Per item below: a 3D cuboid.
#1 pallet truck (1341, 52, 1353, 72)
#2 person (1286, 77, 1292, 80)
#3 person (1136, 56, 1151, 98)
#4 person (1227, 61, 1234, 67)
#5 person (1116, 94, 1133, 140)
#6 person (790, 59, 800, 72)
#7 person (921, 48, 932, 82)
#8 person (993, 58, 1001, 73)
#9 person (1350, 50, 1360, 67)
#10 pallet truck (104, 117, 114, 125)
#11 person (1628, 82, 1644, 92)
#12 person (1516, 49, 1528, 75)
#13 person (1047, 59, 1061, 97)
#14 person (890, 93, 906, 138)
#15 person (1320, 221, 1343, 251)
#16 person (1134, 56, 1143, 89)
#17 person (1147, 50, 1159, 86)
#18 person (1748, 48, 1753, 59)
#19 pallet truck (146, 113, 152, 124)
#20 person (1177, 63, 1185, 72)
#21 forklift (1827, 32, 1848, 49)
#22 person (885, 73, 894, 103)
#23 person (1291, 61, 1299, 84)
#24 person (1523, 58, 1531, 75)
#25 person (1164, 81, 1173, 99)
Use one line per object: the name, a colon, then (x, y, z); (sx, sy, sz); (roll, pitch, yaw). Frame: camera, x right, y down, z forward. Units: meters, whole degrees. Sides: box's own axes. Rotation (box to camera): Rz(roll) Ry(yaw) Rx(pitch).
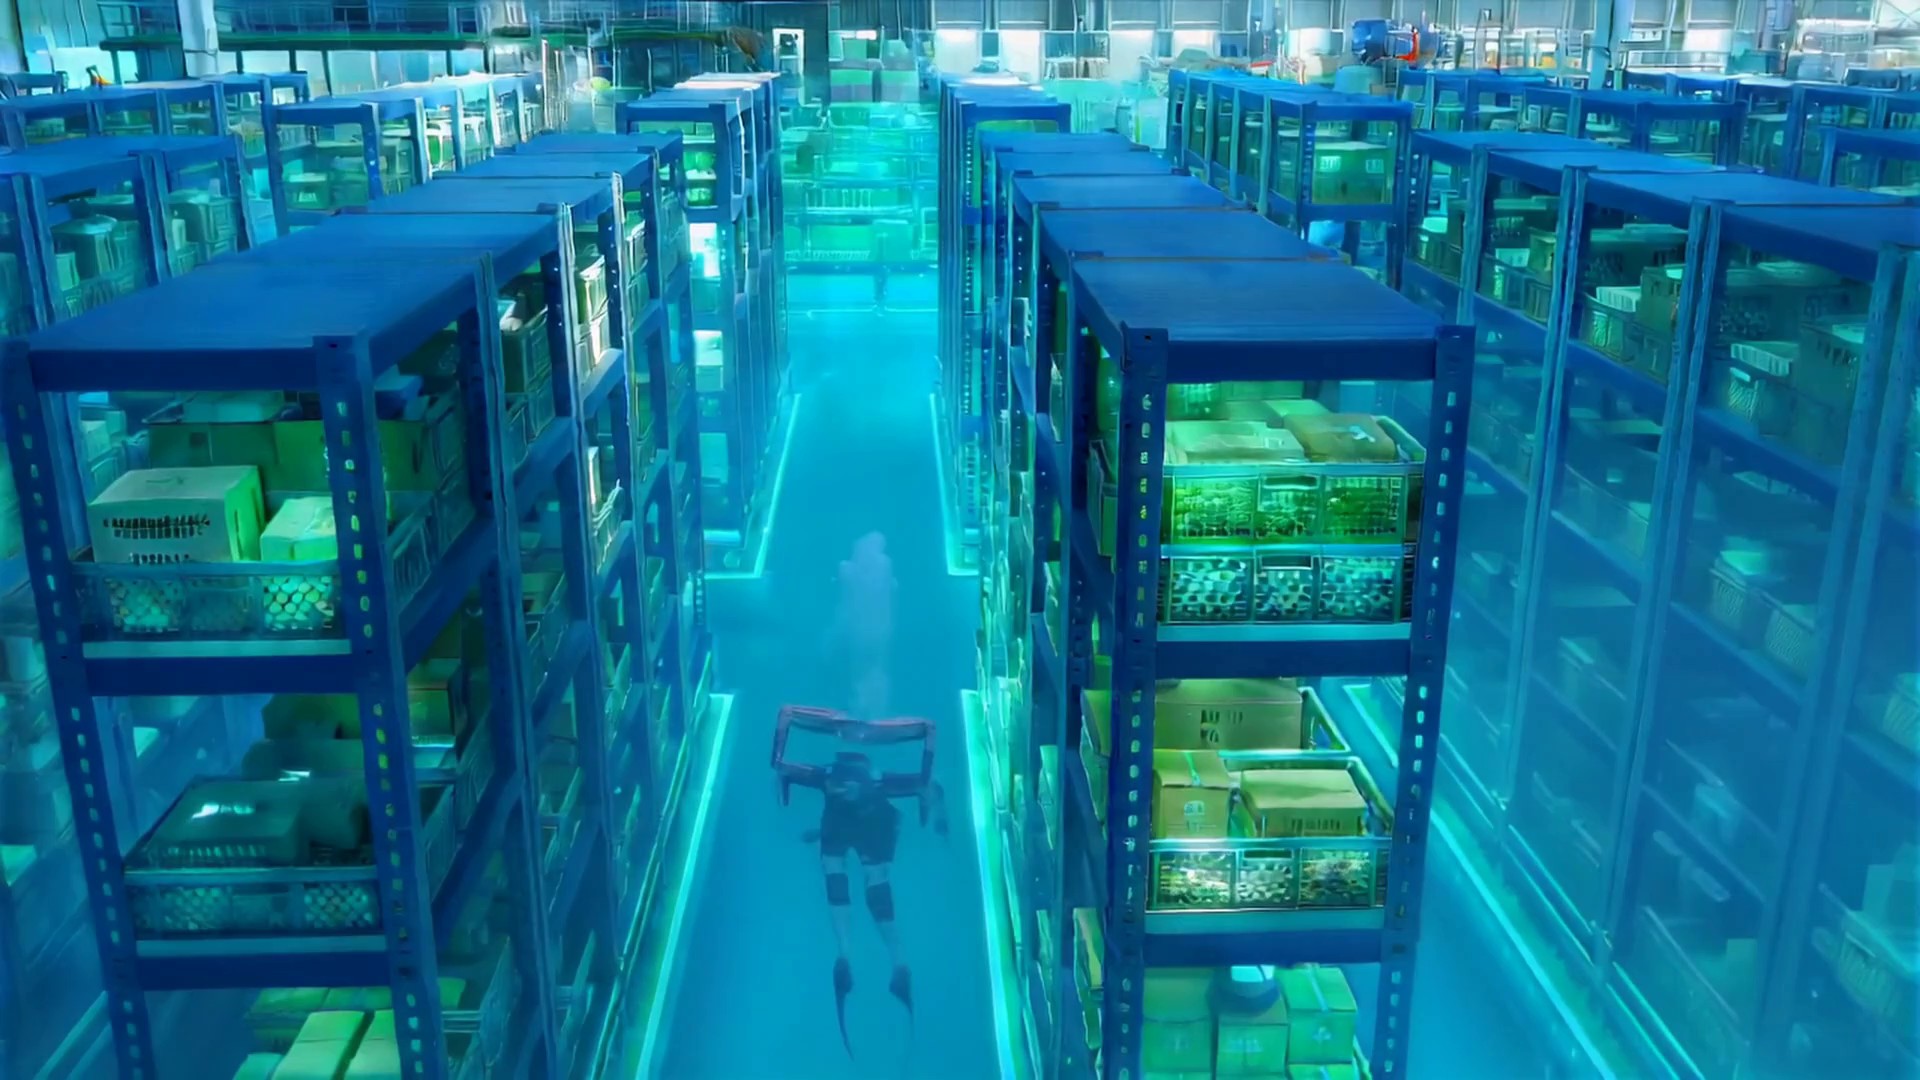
pallet truck: (18.794, -23.123, 82.231); (0.823, 1.965, 1.885); (-13, 22, -35)
person: (10.842, -14.367, 55.241); (0.545, 1.933, 0.376); (-12, 21, -32)
person: (8.580, -21.617, 77.723); (0.851, 1.910, 0.638); (-12, 21, -32)
person: (12.269, -20.754, 75.211); (0.853, 1.808, 0.617); (-7, 19, -20)
person: (4.601, -11.494, 46.483); (0.527, 1.856, 0.331); (8, 20, 24)
person: (-8.945, -25.892, 91.011); (1.015, 1.885, 0.547); (-12, 22, -34)
person: (-1.813, -25.546, 89.766); (0.663, 1.969, 0.649); (-7, 19, -20)
person: (1.715, -20.717, 74.931); (0.813, 1.895, 0.606); (-16, 24, -41)
person: (20.187, -24.036, 85.112); (0.645, 1.967, 0.564); (-2, 18, -5)
pallet truck: (-18.367, -7.885, 35.078); (1.885, 1.965, 0.823); (1, 18, 2)
person: (24.227, -15.769, 59.582); (0.580, 1.937, 0.841); (-13, 22, -35)
person: (30.348, -25.528, 89.852); (0.573, 1.887, 0.355); (1, 18, 2)
person: (4.387, -21.708, 78.186); (0.982, 1.786, 0.661); (-17, 24, -41)
person: (-1.833, -12.341, 49.257); (0.532, 1.758, 0.346); (-8, 20, -23)
person: (4.143, -2.679, 19.064); (0.652, 1.948, 0.793); (11, 21, 30)
person: (9.248, -24.026, 85.513); (0.395, 1.684, 0.554); (-8, 20, -25)
person: (10.347, -25.159, 88.701); (0.586, 1.901, 0.879); (-14, 23, -37)
person: (44.507, -26.821, 93.883); (0.537, 1.893, 0.936); (12, 22, 33)
pallet truck: (-18.087, -8.309, 36.390); (1.885, 1.965, 0.823); (-1, 18, -4)
person: (8.746, -17.743, 65.562); (0.926, 2.005, 0.622); (0, 18, 2)
forklift: (46.023, -25.321, 87.619); (1.129, 2.768, 1.873); (-1, 18, -2)
person: (-2.582, -15.896, 60.082); (0.404, 1.871, 0.584); (1, 18, 4)
person: (14.708, -20.075, 72.998); (0.326, 1.876, 0.518); (17, 24, 42)
person: (27.715, -22.768, 81.585); (0.872, 1.700, 0.508); (-8, 19, -23)
person: (7.654, -15.611, 58.917); (0.702, 2.000, 0.957); (-10, 20, -28)
